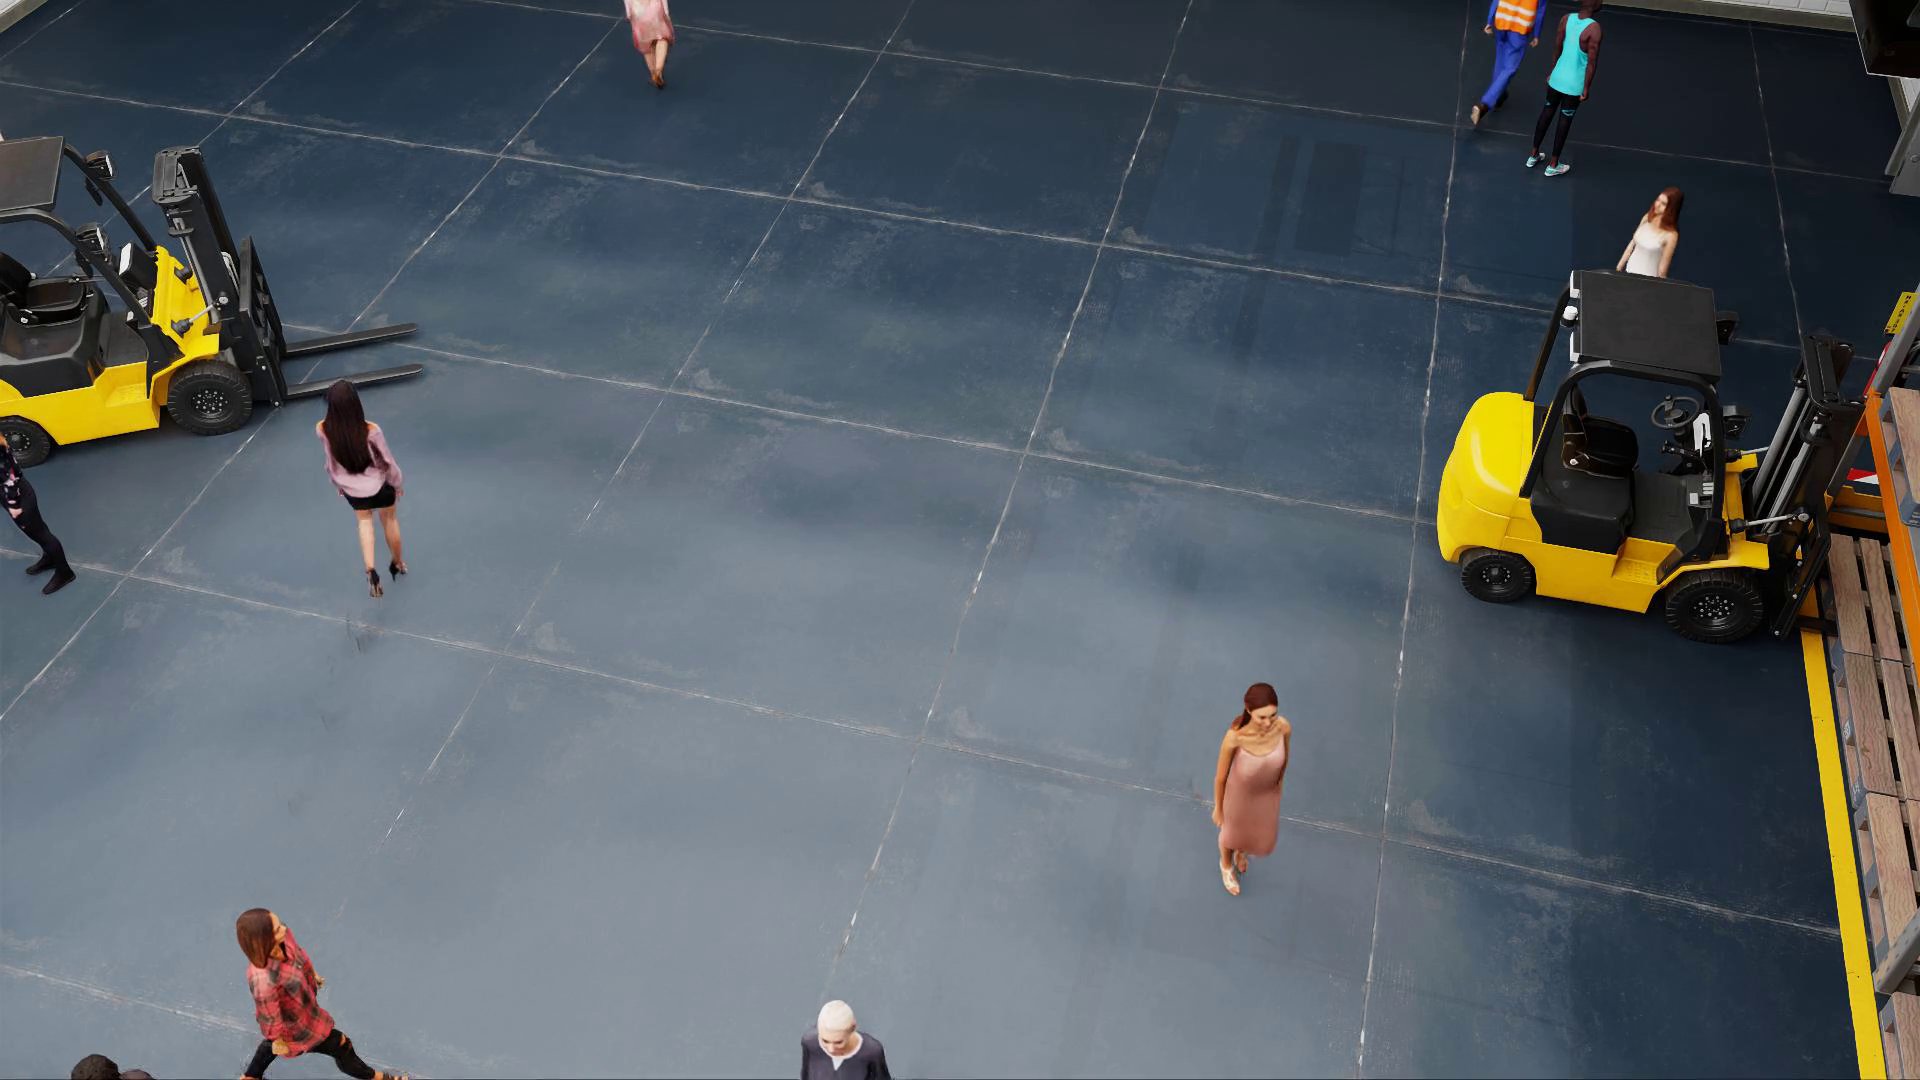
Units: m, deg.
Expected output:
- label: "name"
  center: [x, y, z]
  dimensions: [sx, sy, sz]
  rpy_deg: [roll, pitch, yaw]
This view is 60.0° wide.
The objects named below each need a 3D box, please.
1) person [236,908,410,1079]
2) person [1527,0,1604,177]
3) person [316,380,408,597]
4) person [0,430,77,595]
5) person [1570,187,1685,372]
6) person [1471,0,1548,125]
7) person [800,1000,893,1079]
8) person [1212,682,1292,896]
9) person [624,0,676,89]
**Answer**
- label: "person"
  center: [-3.507, 2.439, 8.523]
  dimensions: [1.017, 1.662, 1.134]
  rpy_deg: [-9, 44, -10]
- label: "person"
  center: [5.641, -4.268, 15.455]
  dimensions: [0.726, 1.810, 0.689]
  rpy_deg: [-27, 50, -26]
- label: "person"
  center: [-4.040, -0.294, 11.292]
  dimensions: [0.760, 1.799, 0.878]
  rpy_deg: [-1, 44, -1]
- label: "person"
  center: [-6.523, -0.351, 11.436]
  dimensions: [0.668, 1.683, 0.647]
  rpy_deg: [-32, 52, -29]
- label: "person"
  center: [5.502, -2.078, 13.257]
  dimensions: [0.964, 1.672, 1.155]
  rpy_deg: [-7, 44, -8]
- label: "person"
  center: [5.319, -4.891, 16.095]
  dimensions: [1.039, 1.830, 1.273]
  rpy_deg: [30, 51, 28]
- label: "person"
  center: [-0.552, 2.691, 8.221]
  dimensions: [0.620, 1.714, 0.734]
  rpy_deg: [9, 44, 9]
- label: "person"
  center: [1.614, 1.372, 9.530]
  dimensions: [0.751, 1.817, 0.793]
  rpy_deg: [-11, 45, -12]
- label: "person"
  center: [-3.124, -5.254, 16.582]
  dimensions: [0.683, 1.683, 0.756]
  rpy_deg: [3, 44, 3]
